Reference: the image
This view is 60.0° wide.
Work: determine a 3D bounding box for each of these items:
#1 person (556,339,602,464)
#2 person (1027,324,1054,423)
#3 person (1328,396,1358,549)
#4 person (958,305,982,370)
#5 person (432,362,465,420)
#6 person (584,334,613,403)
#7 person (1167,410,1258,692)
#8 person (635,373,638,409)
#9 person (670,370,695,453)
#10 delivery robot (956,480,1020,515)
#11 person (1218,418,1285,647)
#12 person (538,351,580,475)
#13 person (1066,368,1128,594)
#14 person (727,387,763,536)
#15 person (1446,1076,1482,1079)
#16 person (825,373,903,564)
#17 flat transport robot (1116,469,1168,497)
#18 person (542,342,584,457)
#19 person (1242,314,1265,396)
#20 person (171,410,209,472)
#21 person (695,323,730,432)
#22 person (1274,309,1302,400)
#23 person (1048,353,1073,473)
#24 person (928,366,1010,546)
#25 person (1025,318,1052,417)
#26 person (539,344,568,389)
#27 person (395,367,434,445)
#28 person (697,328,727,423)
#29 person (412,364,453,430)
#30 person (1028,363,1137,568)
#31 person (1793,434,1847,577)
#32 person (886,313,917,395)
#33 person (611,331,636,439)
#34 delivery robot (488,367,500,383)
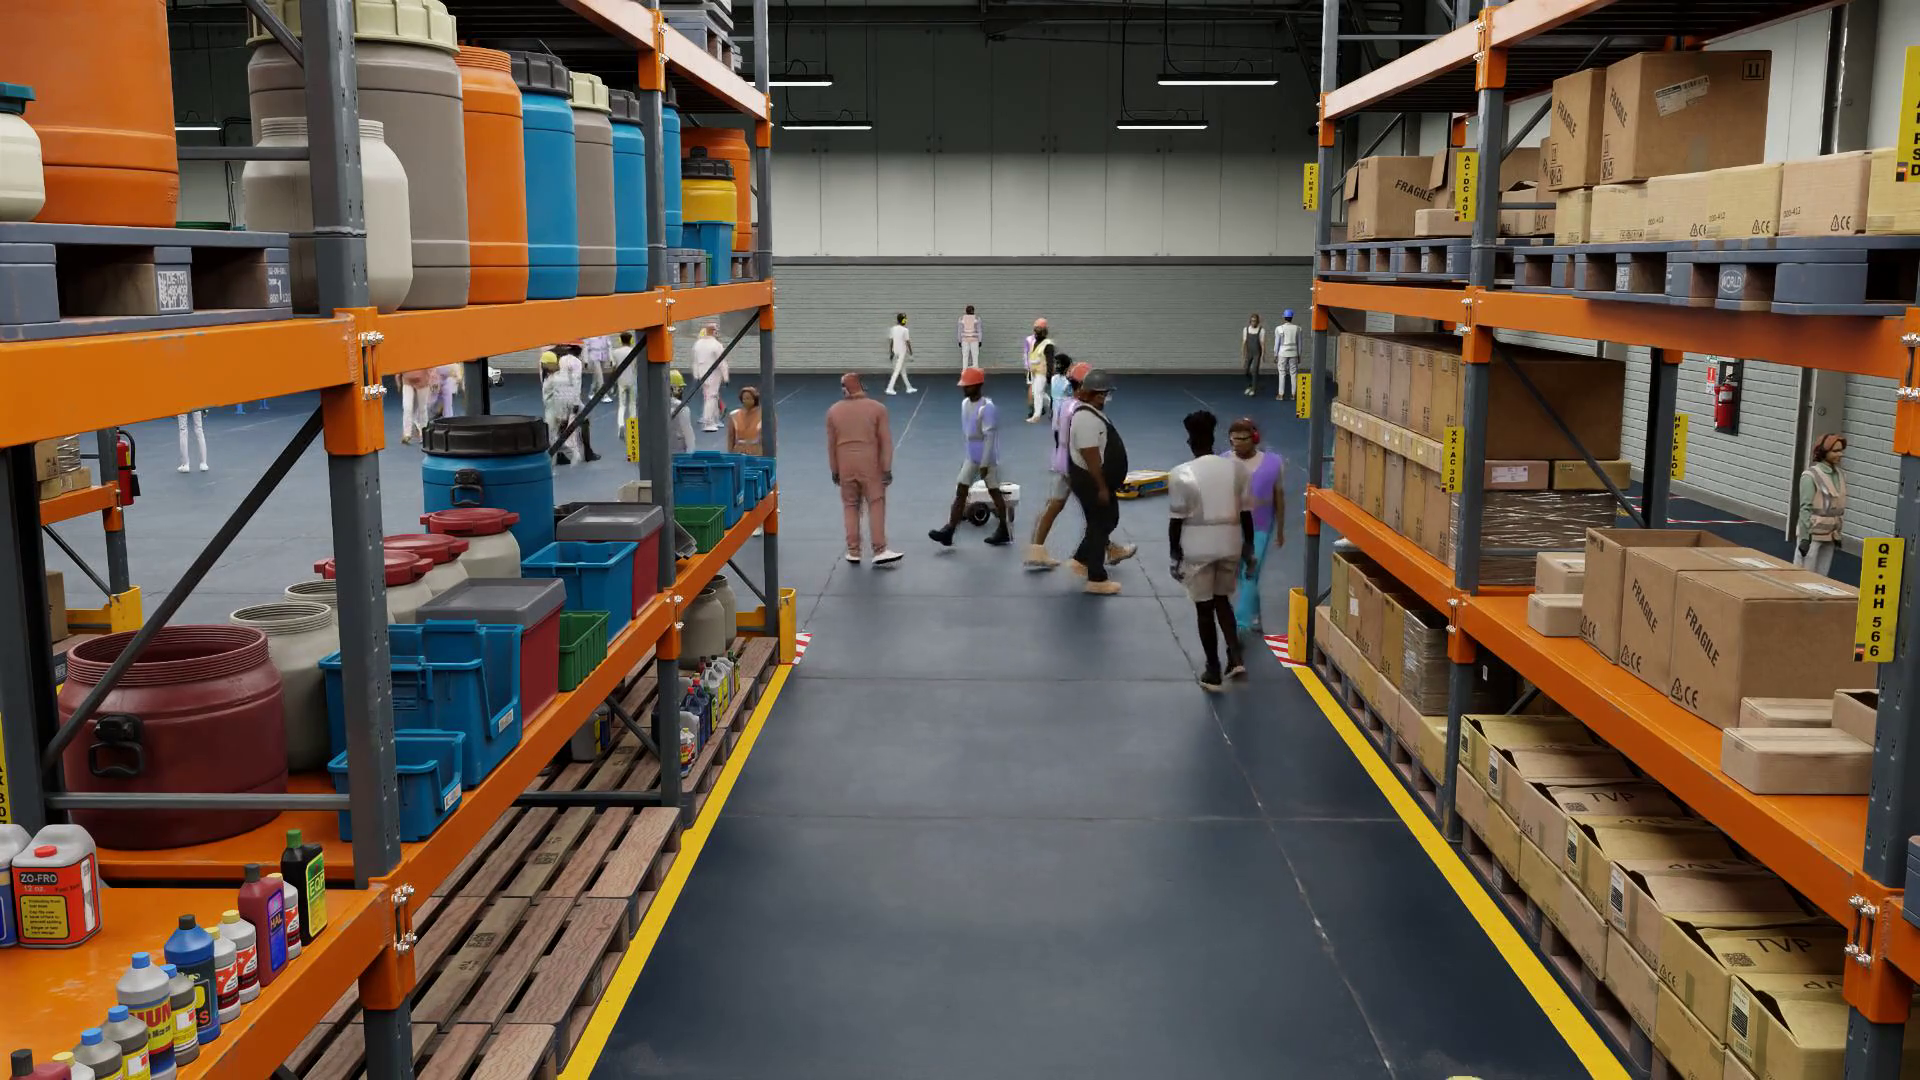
[{"bbox_3d":[-5.654,-2.082,24.531,0.567,1.903,0.827,8,12,40],"label":"person"},{"bbox_3d":[1.548,-3.091,30.827,0.720,1.818,0.634,-5,11,-27],"label":"person"},{"bbox_3d":[4.021,-0.709,17.243,0.438,1.592,0.581,-1,10,-4],"label":"person"},{"bbox_3d":[0.260,-5.162,43.171,0.624,1.840,0.430,1,10,7],"label":"person"},{"bbox_3d":[-9.151,-3.015,30.202,0.996,1.888,0.556,-1,10,-6],"label":"person"},{"bbox_3d":[-7.667,-3.860,35.263,0.979,1.882,0.603,9,13,43],"label":"person"},{"bbox_3d":[1.721,0.074,11.524,0.650,1.932,0.494,-3,10,-16],"label":"person"},{"bbox_3d":[-4.847,-2.215,26.237,0.529,1.593,0.882,0,9,-2],"label":"person"},{"bbox_3d":[-3.167,-0.959,18.157,0.598,1.793,0.919,8,12,39],"label":"person"},{"bbox_3d":[0.328,-0.519,19.042,0.707,0.478,0.477,-5,11,-26],"label":"delivery robot"},{"bbox_3d":[2.253,-0.091,13.053,0.575,1.763,1.045,4,10,23],"label":"person"},{"bbox_3d":[-5.637,-1.774,23.180,0.555,1.729,0.497,-4,10,-23],"label":"person"},{"bbox_3d":[1.240,-0.526,14.923,0.537,2.000,0.708,2,10,9],"label":"person"},{"bbox_3d":[-2.261,-0.819,17.782,0.540,1.614,0.674,1,10,8],"label":"person"},{"bbox_3d":[0.712,1.660,2.383,0.594,1.817,0.448,-1,10,-9],"label":"person"},{"bbox_3d":[-0.964,-0.708,16.409,0.751,1.870,0.472,2,10,14],"label":"person"},{"bbox_3d":[2.269,-0.738,21.481,0.652,0.197,1.431,8,12,40],"label":"flat transport robot"},{"bbox_3d":[-6.039,-2.254,25.284,0.612,1.994,0.395,3,10,16],"label":"person"},{"bbox_3d":[6.480,-4.085,36.762,0.529,1.821,0.502,4,10,25],"label":"person"},{"bbox_3d":[-10.944,-1.906,23.576,0.528,1.871,0.323,-6,11,-33],"label":"person"},{"bbox_3d":[-4.272,-2.859,29.220,0.681,1.881,0.742,9,13,42],"label":"person"},{"bbox_3d":[7.048,-3.983,35.782,0.614,1.945,0.403,-1,10,-6],"label":"person"},{"bbox_3d":[1.459,-1.787,23.415,0.403,1.683,0.553,-7,12,-38],"label":"person"},{"bbox_3d":[0.137,-0.853,17.234,1.032,1.872,0.557,-7,12,-37],"label":"person"},{"bbox_3d":[1.504,-3.323,32.053,0.553,1.889,1.019,2,10,12],"label":"person"},{"bbox_3d":[-6.891,-2.753,28.597,0.668,1.883,0.664,-2,10,-9],"label":"person"},{"bbox_3d":[-8.845,-2.513,26.950,0.634,1.942,0.999,-2,10,-9],"label":"person"},{"bbox_3d":[-4.621,-3.069,30.932,0.531,1.744,0.763,8,13,41],"label":"person"},{"bbox_3d":[-9.184,-2.821,29.132,0.905,1.862,0.669,2,10,10],"label":"person"},{"bbox_3d":[1.157,-0.712,16.070,1.105,1.980,0.626,-2,10,-13],"label":"person"},{"bbox_3d":[6.665,-0.011,12.906,0.515,1.640,0.315,-6,11,-33],"label":"person"},{"bbox_3d":[-1.321,-4.180,37.384,0.544,1.817,0.997,9,13,44],"label":"person"},{"bbox_3d":[-5.500,-2.559,27.537,0.526,1.857,0.527,-1,10,-5],"label":"person"},{"bbox_3d":[-11.333,-3.968,39.704,0.707,0.478,0.477,4,10,23],"label":"delivery robot"}]
